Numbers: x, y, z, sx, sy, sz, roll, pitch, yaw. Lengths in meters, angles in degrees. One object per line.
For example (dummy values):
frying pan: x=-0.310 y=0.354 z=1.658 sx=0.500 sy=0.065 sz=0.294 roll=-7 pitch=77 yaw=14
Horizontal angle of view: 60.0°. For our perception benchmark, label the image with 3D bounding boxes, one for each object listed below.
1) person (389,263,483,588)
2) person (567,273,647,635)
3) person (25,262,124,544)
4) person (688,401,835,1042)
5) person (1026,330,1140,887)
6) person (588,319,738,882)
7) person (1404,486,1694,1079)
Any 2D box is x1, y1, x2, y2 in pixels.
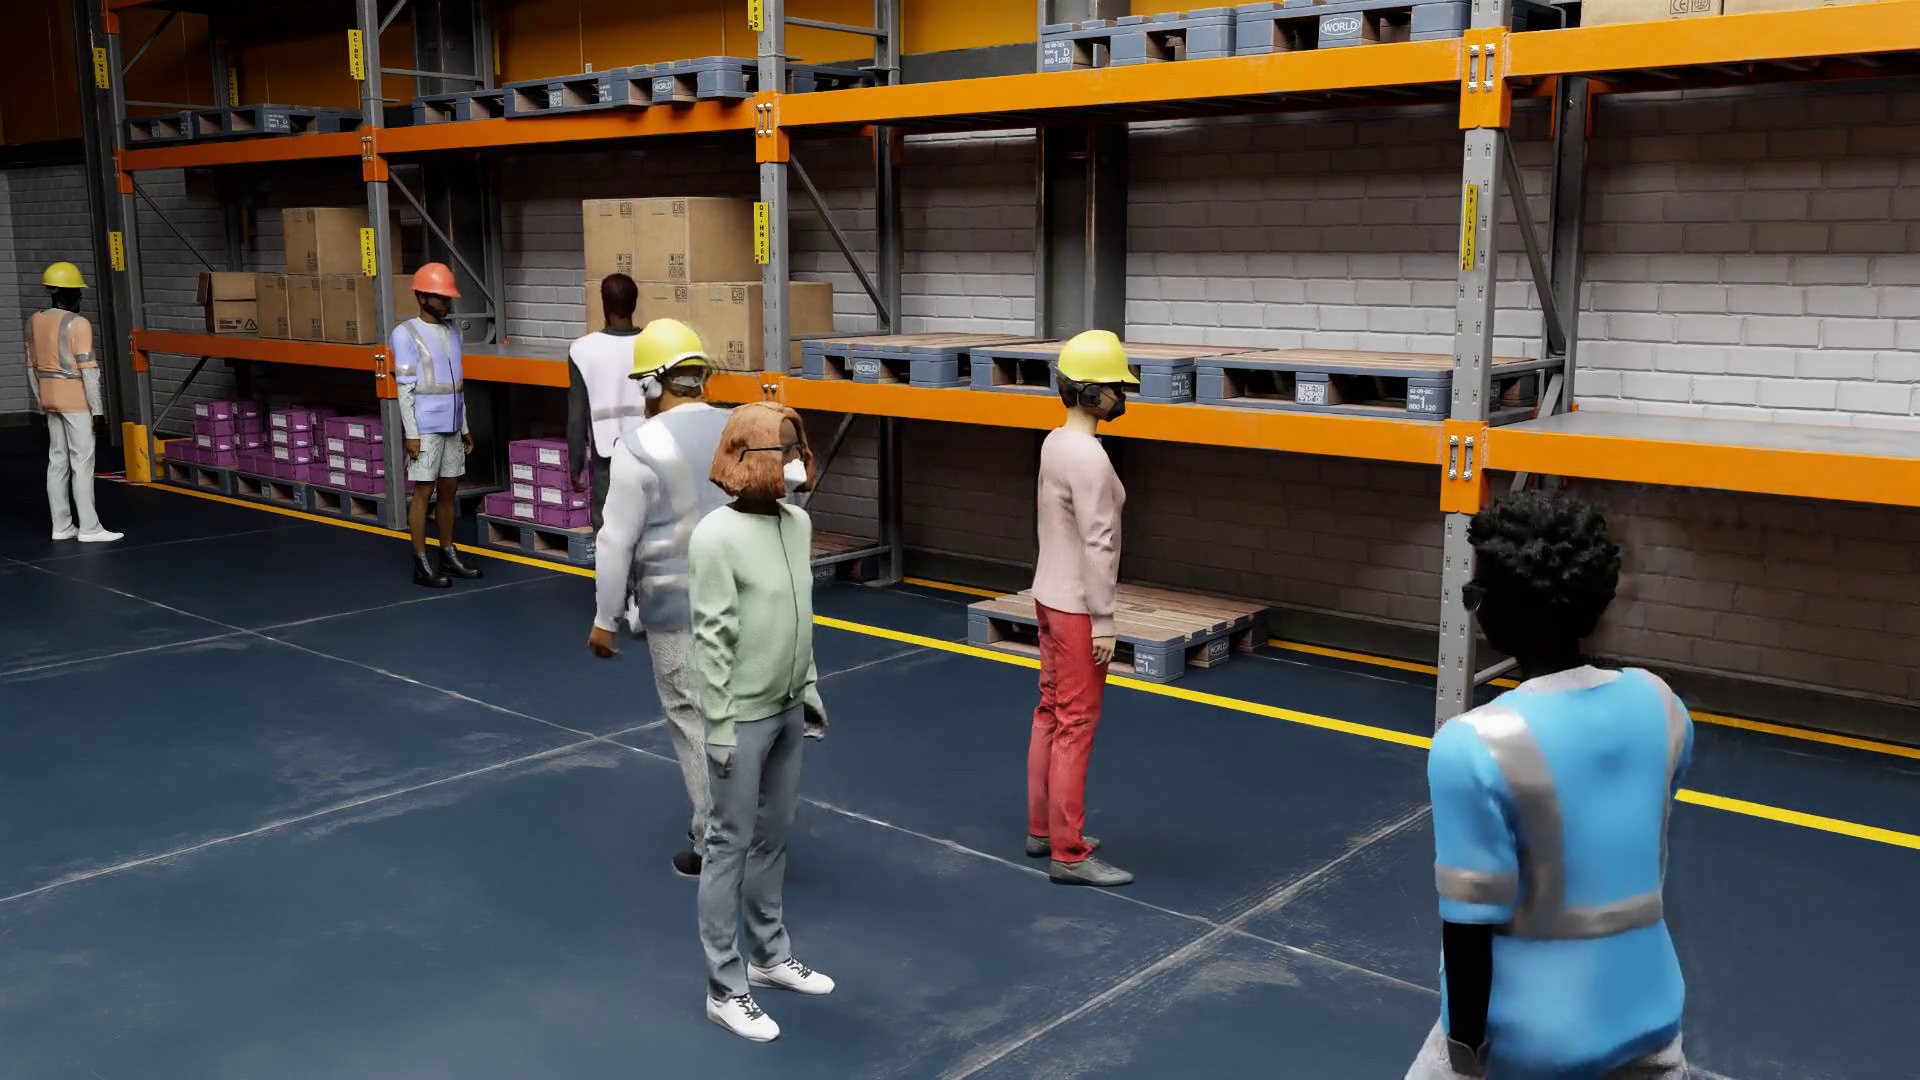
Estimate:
person: x=-3.137 y=-0.690 z=10.009 sx=0.359 sy=1.936 sz=0.544 roll=4 pitch=11 yaw=23
person: x=-1.766 y=-0.458 z=8.798 sx=0.603 sy=1.894 sz=0.842 roll=-5 pitch=11 yaw=-29
person: x=-6.099 y=-0.933 z=11.418 sx=0.595 sy=1.925 sz=0.371 roll=4 pitch=11 yaw=23
person: x=-0.513 y=0.455 z=4.341 sx=0.279 sy=1.636 sz=0.497 roll=5 pitch=11 yaw=25
person: x=0.402 y=0.215 z=5.341 sx=0.326 sy=1.767 sz=0.533 roll=-2 pitch=10 yaw=-12
person: x=-0.869 y=0.205 z=5.311 sx=0.542 sy=1.798 sz=0.598 roll=7 pitch=12 yaw=35
person: x=0.896 y=0.737 z=2.686 sx=0.551 sy=1.654 sz=0.873 roll=-5 pitch=11 yaw=-26
